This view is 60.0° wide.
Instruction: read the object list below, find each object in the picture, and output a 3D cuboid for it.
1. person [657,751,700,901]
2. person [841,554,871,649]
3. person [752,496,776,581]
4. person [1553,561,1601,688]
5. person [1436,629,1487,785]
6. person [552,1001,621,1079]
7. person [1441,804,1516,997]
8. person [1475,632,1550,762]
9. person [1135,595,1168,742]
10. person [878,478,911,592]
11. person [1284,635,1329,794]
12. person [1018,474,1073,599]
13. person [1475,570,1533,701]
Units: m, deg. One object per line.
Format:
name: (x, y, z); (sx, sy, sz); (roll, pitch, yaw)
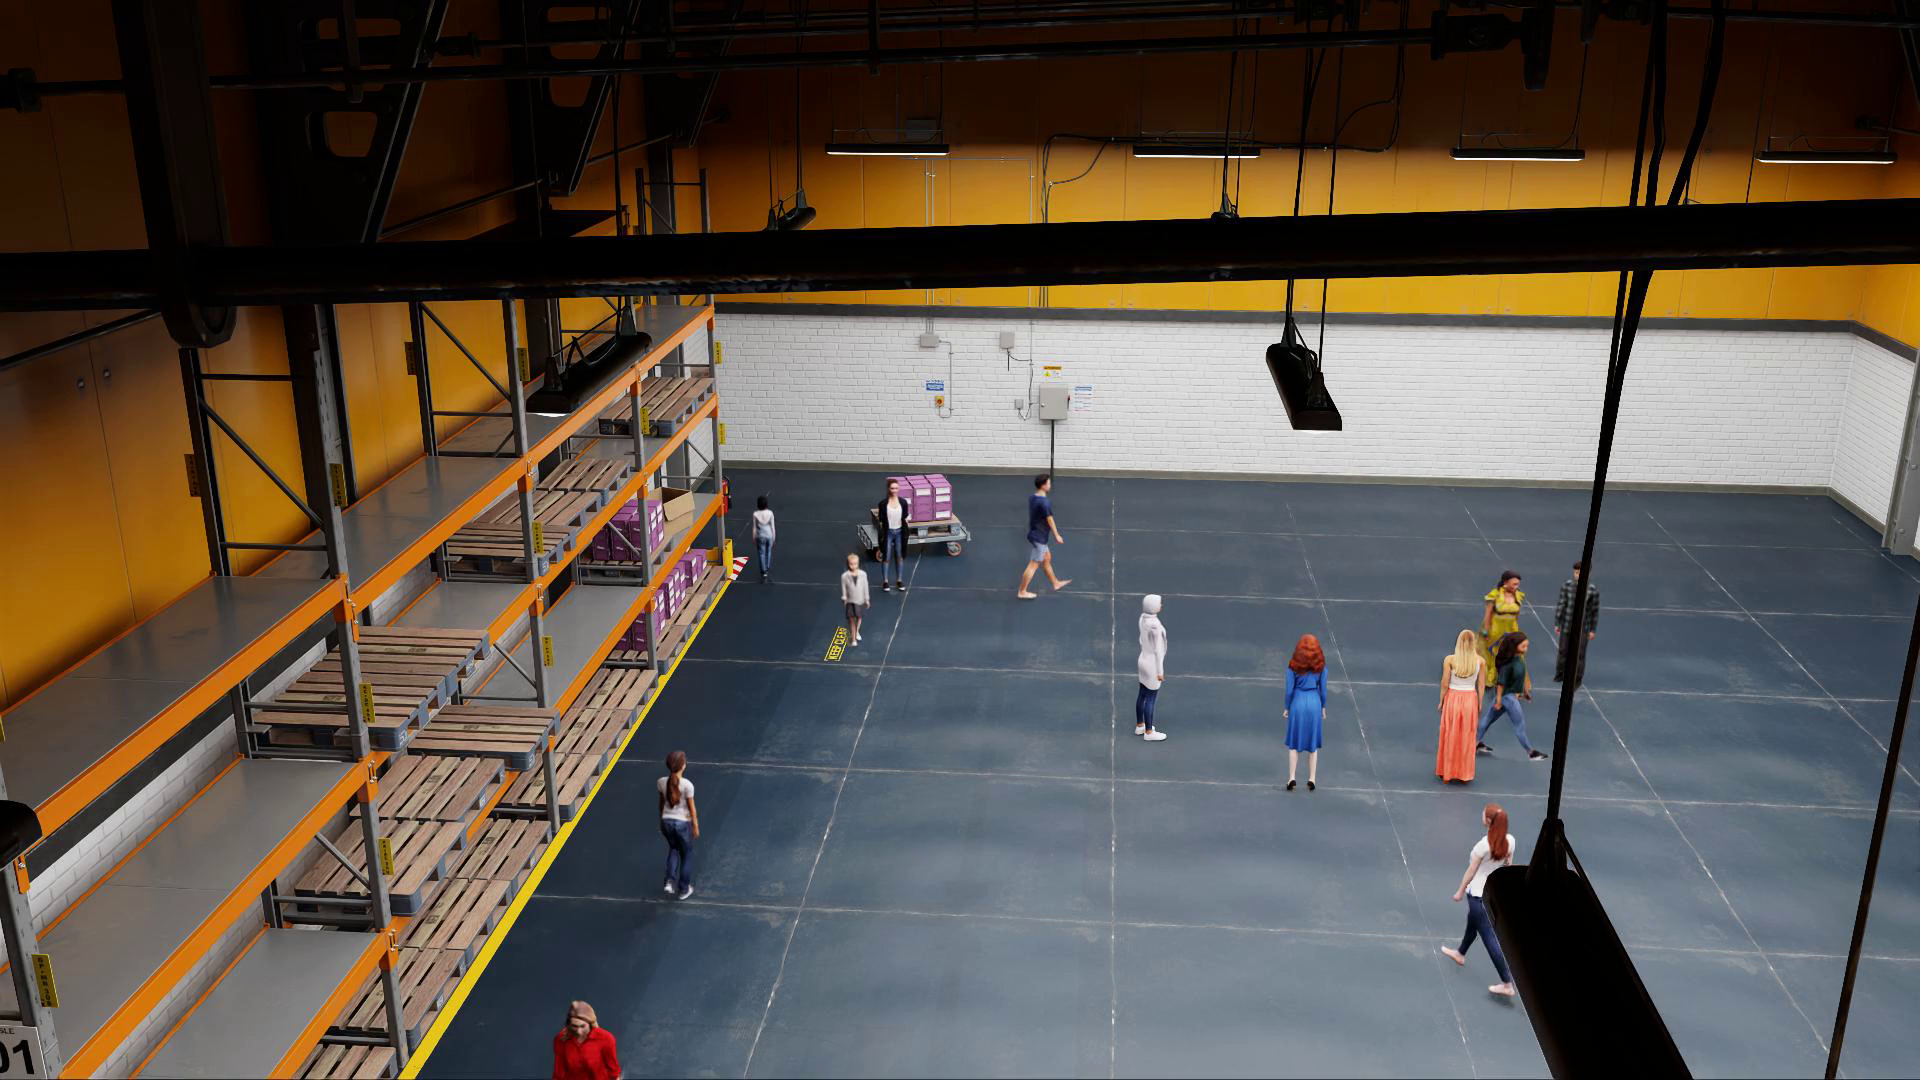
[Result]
person: (-2.741, 2.767, 15.963); (0.617, 1.547, 0.705); (6, 19, 17)
person: (-1.407, 0.786, 22.316); (0.671, 1.245, 0.907); (-4, 19, -12)
person: (-2.917, -0.026, 24.724); (0.653, 1.248, 0.917); (-4, 19, -13)
person: (7.769, 1.060, 20.943); (0.749, 1.714, 0.704); (12, 22, 32)
person: (5.517, 1.835, 18.328); (0.643, 1.802, 0.604); (4, 19, 11)
person: (-2.698, 3.990, 12.121); (0.634, 1.680, 0.617); (0, 19, 1)
person: (4.649, 3.172, 14.523); (1.025, 1.697, 1.170); (-12, 22, -31)
person: (6.127, 1.767, 18.908); (0.956, 1.562, 1.124); (9, 21, 25)
person: (2.217, 1.476, 19.436); (0.744, 1.775, 0.608); (-6, 20, -18)
person: (-0.978, -0.090, 24.231); (0.688, 1.684, 0.654); (-4, 19, -11)
person: (3.750, 1.899, 18.102); (0.604, 1.826, 0.556); (2, 19, 6)
person: (1.055, -0.011, 23.814); (1.010, 1.800, 1.152); (-6, 20, -18)
person: (6.692, 1.120, 20.742); (0.939, 1.617, 1.179); (-3, 19, -10)
